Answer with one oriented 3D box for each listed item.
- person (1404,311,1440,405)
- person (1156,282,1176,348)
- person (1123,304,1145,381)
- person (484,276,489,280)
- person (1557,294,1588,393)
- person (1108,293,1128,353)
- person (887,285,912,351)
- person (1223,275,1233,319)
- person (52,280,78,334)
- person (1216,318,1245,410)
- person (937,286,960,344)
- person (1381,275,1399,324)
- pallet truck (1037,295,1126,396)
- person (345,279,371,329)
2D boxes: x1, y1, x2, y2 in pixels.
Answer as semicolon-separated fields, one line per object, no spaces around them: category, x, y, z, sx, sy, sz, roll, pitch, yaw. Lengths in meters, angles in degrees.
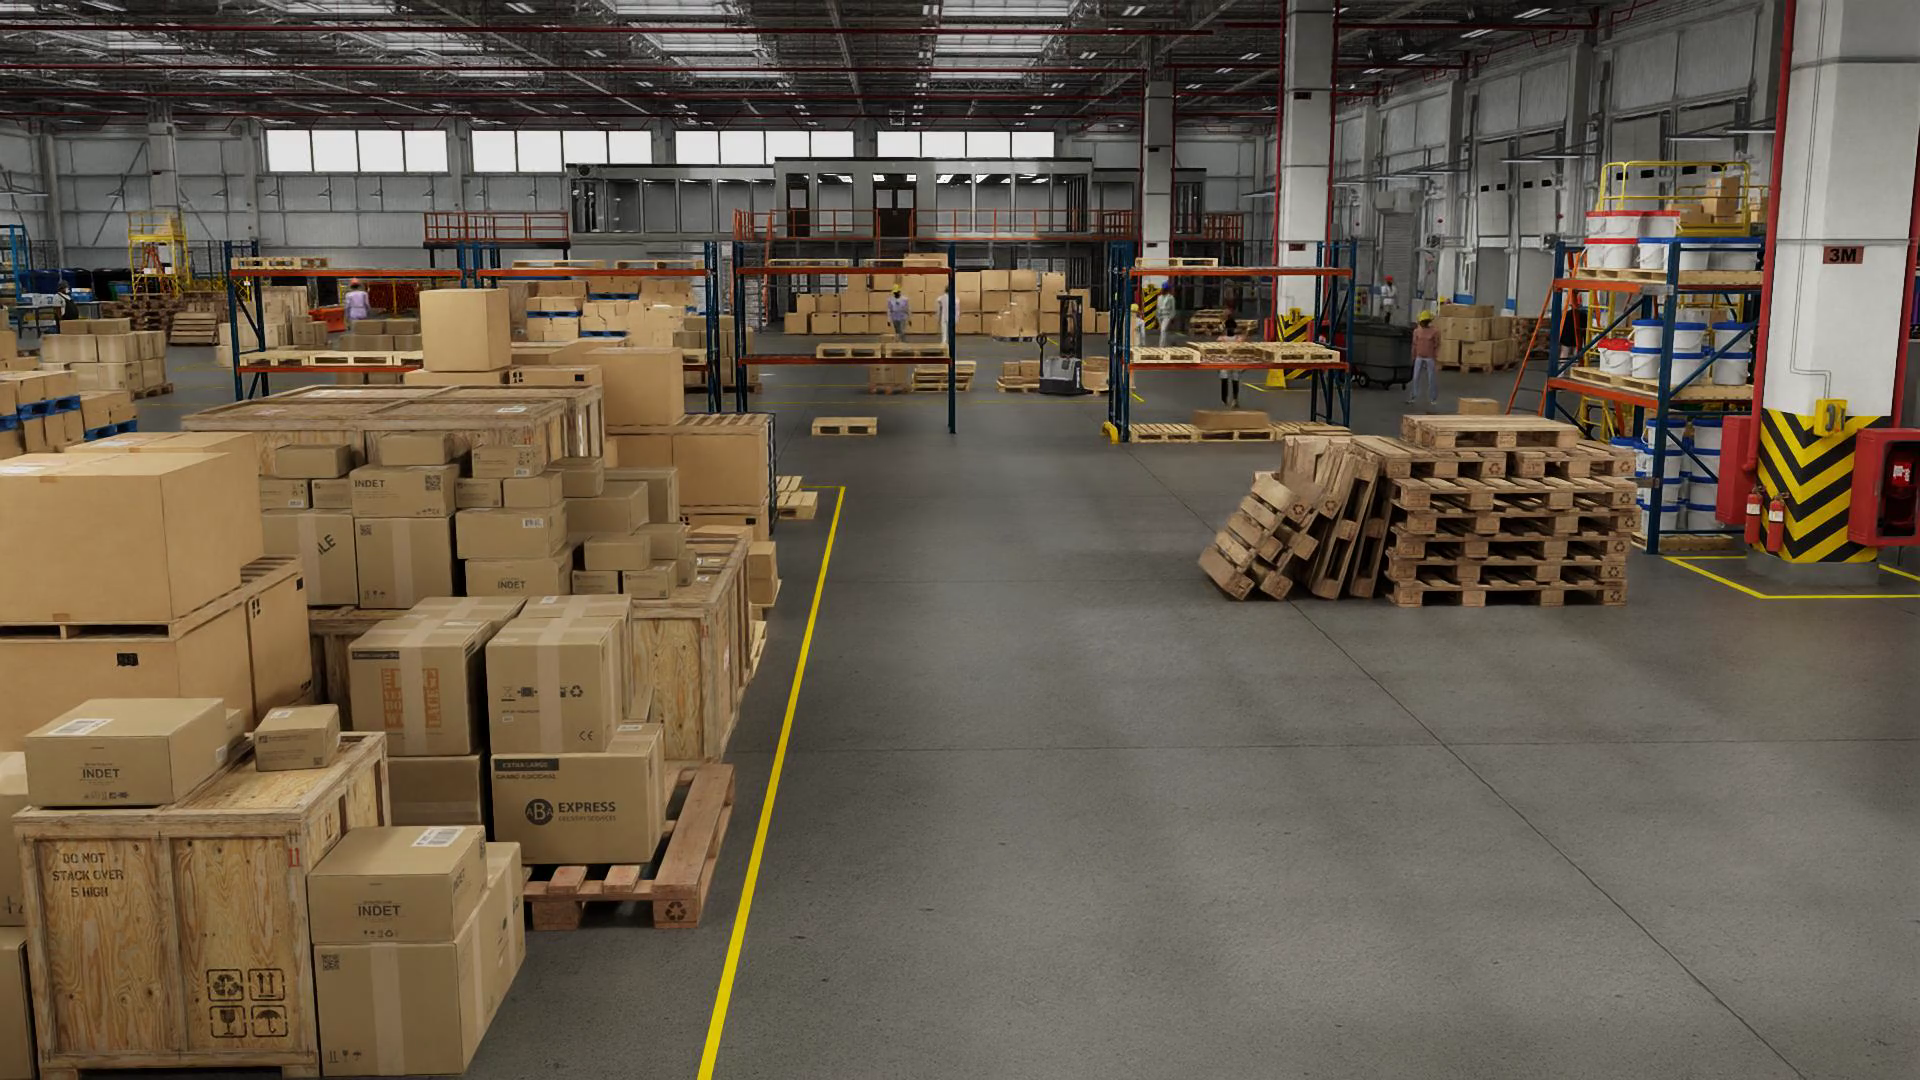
person;8.681;-3.393;31.076;0.592;1.731;0.516;7;12;34
person;5.734;-6.206;46.209;0.840;1.923;0.617;-8;13;-38
person;3.741;-4.247;35.948;0.502;1.697;0.891;3;11;16
person;-18.567;-9.568;65.111;0.577;1.870;0.459;1;10;8
person;12.308;-3.939;33.420;0.609;1.985;0.392;1;10;7
person;3.507;-4.514;36.825;0.587;1.918;0.407;-7;13;-36
person;-1.662;-6.080;45.730;0.646;1.865;0.962;1;10;6
person;9.872;-9.038;61.864;0.623;1.971;0.686;-9;13;-41
person;-23.302;-5.761;43.413;0.537;2.000;0.678;-1;10;-4
person;4.886;-3.166;29.998;0.542;1.680;0.747;3;11;14
person;-0.305;-5.878;44.501;0.627;1.902;0.986;0;10;2
person;14.515;-7.969;56.136;0.673;1.899;0.544;-6;12;-29
pallet truck;2.483;-3.881;33.060;1.885;1.965;0.823;-7;13;-36
person;-16.671;-6.194;45.984;0.626;1.981;1.027;-6;12;-32
